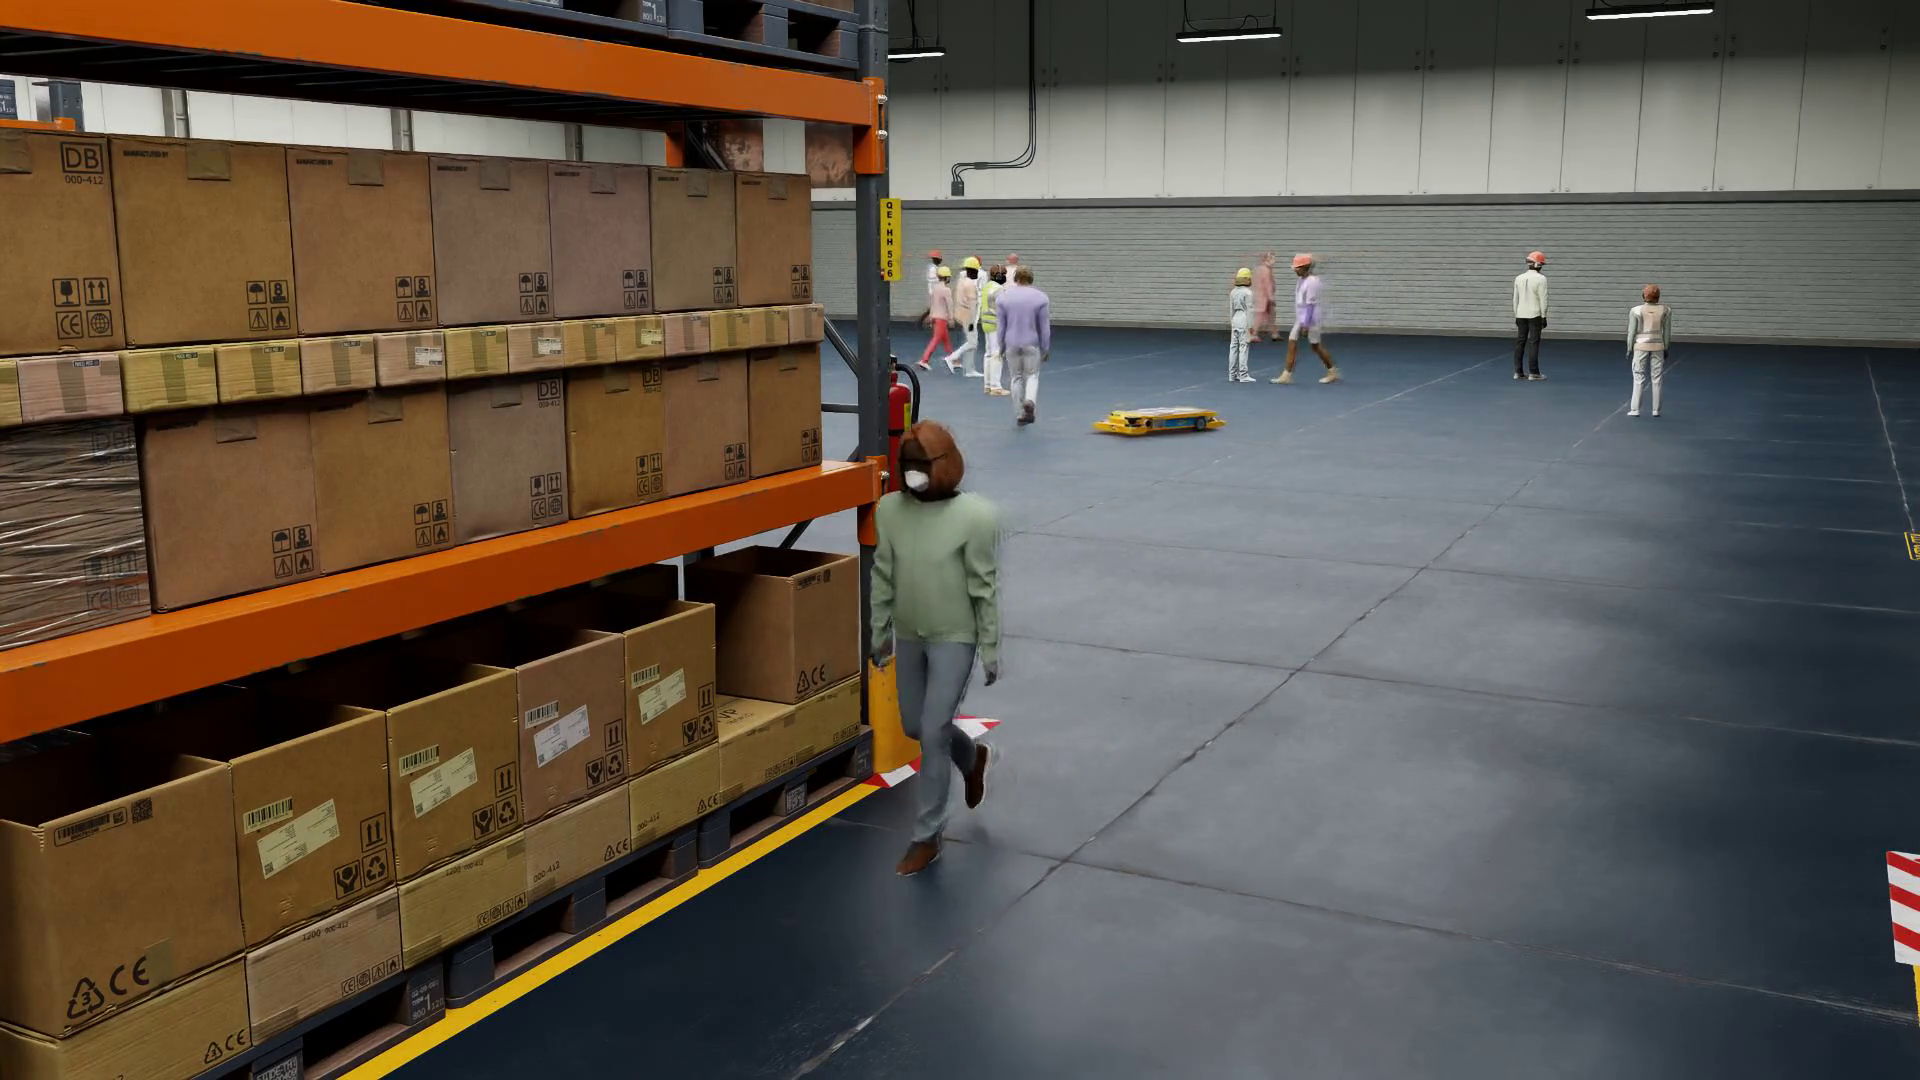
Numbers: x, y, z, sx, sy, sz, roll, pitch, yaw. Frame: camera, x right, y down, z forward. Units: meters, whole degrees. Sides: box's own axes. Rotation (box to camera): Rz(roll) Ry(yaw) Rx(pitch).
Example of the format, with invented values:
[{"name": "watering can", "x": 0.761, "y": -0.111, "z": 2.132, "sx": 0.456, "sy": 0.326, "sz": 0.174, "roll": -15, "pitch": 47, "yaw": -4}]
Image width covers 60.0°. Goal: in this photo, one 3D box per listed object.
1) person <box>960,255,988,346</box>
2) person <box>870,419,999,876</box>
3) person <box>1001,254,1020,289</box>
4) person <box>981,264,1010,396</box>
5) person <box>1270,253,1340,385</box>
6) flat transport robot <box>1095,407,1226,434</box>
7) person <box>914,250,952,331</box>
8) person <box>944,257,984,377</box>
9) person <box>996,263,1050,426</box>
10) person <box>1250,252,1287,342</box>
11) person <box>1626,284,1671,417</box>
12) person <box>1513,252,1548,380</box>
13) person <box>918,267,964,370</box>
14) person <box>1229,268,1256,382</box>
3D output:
[{"name": "person", "x": 0.322, "y": -4.717, "z": 32.972, "sx": 0.594, "sy": 1.848, "sz": 0.856, "roll": 4, "pitch": 11, "yaw": 20}, {"name": "person", "x": -0.058, "y": 0.348, "z": 6.041, "sx": 0.520, "sy": 1.607, "sz": 0.683, "roll": 6, "pitch": 12, "yaw": 31}, {"name": "person", "x": 1.066, "y": -4.806, "z": 33.401, "sx": 0.646, "sy": 1.879, "sz": 0.883, "roll": 0, "pitch": 10, "yaw": -2}, {"name": "person", "x": 0.522, "y": -2.952, "z": 23.416, "sx": 0.428, "sy": 1.836, "sz": 0.627, "roll": -3, "pitch": 11, "yaw": -18}, {"name": "person", "x": 5.248, "y": -3.314, "z": 24.990, "sx": 1.055, "sy": 1.991, "sz": 0.607, "roll": -3, "pitch": 11, "yaw": -13}, {"name": "flat transport robot", "x": 2.316, "y": -1.386, "z": 19.130, "sx": 1.431, "sy": 0.197, "sz": 0.652, "roll": -7, "pitch": 12, "yaw": -34}, {"name": "person", "x": -0.630, "y": -5.818, "z": 38.844, "sx": 0.826, "sy": 1.911, "sz": 0.548, "roll": 0, "pitch": 10, "yaw": -2}, {"name": "person", "x": 0.073, "y": -3.504, "z": 26.228, "sx": 0.608, "sy": 1.911, "sz": 0.592, "roll": -3, "pitch": 11, "yaw": -15}, {"name": "person", "x": 0.730, "y": -2.273, "z": 19.489, "sx": 0.631, "sy": 1.919, "sz": 0.577, "roll": 1, "pitch": 10, "yaw": 6}, {"name": "person", "x": 6.494, "y": -5.059, "z": 34.777, "sx": 0.865, "sy": 1.873, "sz": 0.657, "roll": 2, "pitch": 11, "yaw": 11}, {"name": "person", "x": 8.514, "y": -2.335, "z": 20.576, "sx": 0.512, "sy": 1.639, "sz": 0.311, "roll": 1, "pitch": 10, "yaw": 7}, {"name": "person", "x": 8.909, "y": -3.490, "z": 25.926, "sx": 0.393, "sy": 1.985, "sz": 0.611, "roll": -6, "pitch": 12, "yaw": -31}, {"name": "person", "x": -0.336, "y": -3.694, "z": 27.751, "sx": 0.906, "sy": 1.724, "sz": 0.542, "roll": -6, "pitch": 12, "yaw": -29}, {"name": "person", "x": 4.342, "y": -3.301, "z": 25.552, "sx": 0.293, "sy": 1.745, "sz": 0.486, "roll": -6, "pitch": 12, "yaw": -31}]
